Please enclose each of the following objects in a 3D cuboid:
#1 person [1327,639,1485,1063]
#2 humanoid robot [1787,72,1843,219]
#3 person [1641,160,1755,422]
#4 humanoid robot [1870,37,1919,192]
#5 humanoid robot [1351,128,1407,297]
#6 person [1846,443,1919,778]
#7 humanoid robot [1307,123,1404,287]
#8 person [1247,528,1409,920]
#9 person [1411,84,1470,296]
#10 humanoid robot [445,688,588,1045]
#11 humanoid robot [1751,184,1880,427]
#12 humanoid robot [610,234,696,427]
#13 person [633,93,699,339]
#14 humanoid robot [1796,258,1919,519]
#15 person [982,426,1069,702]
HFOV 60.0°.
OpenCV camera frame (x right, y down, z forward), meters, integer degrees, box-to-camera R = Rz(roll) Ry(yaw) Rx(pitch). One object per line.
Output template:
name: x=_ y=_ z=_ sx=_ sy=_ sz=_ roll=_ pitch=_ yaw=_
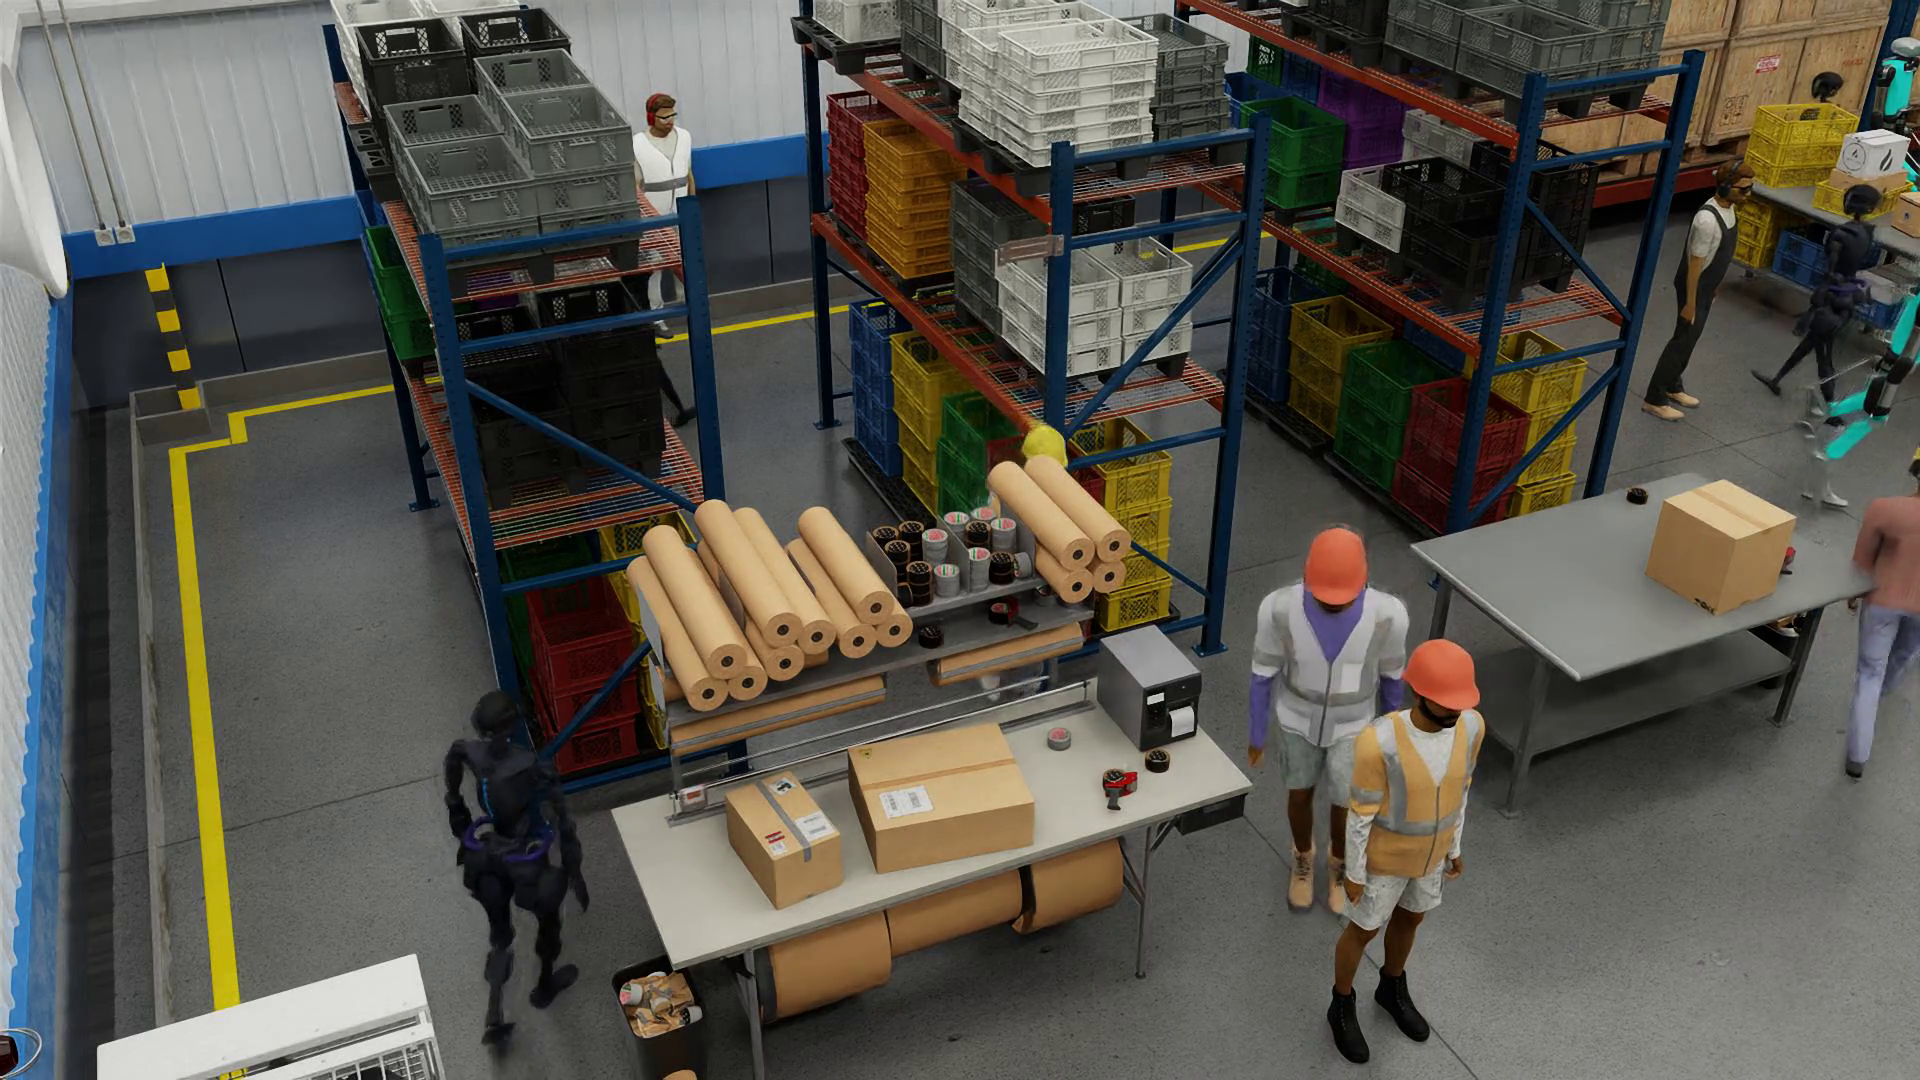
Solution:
person: x=1.728 y=1.199 z=6.428 sx=0.544 sy=1.942 sz=0.348 roll=-12 pitch=34 yaw=-19
humanoid robot: x=6.840 y=-2.962 z=13.469 sx=0.460 sy=1.642 sz=0.602 roll=20 pitch=37 yaw=29
person: x=4.983 y=-1.677 z=11.207 sx=0.331 sy=1.836 sz=0.504 roll=21 pitch=38 yaw=31
humanoid robot: x=7.809 y=-3.241 z=13.706 sx=0.533 sy=1.677 sz=0.735 roll=-24 pitch=39 yaw=-33
humanoid robot: x=3.094 y=-2.252 z=12.209 sx=0.537 sy=1.764 sz=0.698 roll=-7 pitch=32 yaw=-10
person: x=4.634 y=0.283 z=8.150 sx=0.586 sy=1.688 sz=0.937 roll=11 pitch=33 yaw=18
humanoid robot: x=3.008 y=-2.666 z=12.979 sx=0.530 sy=1.834 sz=0.797 roll=-16 pitch=35 yaw=-24
person: x=1.525 y=0.787 z=7.024 sx=0.628 sy=2.014 sz=0.494 roll=8 pitch=33 yaw=13
person: x=3.577 y=-2.555 z=12.619 sx=0.430 sy=1.845 sz=0.620 roll=0 pitch=32 yaw=0
humanoid robot: x=-1.806 y=1.300 z=6.552 sx=0.612 sy=1.649 sz=0.587 roll=15 pitch=35 yaw=22
humanoid robot: x=5.843 y=-1.615 z=11.284 sx=0.618 sy=1.629 sz=0.746 roll=-26 pitch=40 yaw=-35
humanoid robot: x=-2.128 y=-1.472 z=11.059 sx=0.770 sy=1.627 sz=0.608 roll=-14 pitch=34 yaw=-21
person: x=-2.204 y=-2.433 z=12.430 sx=0.562 sy=1.836 sz=0.389 roll=-27 pitch=41 yaw=-37
humanoid robot: x=5.419 y=-0.886 z=10.113 sx=0.730 sy=1.890 sz=0.541 roll=17 pitch=35 yaw=25
person: x=0.338 y=0.180 z=8.279 sx=0.509 sy=1.722 sz=0.434 roll=-16 pitch=35 yaw=-24
